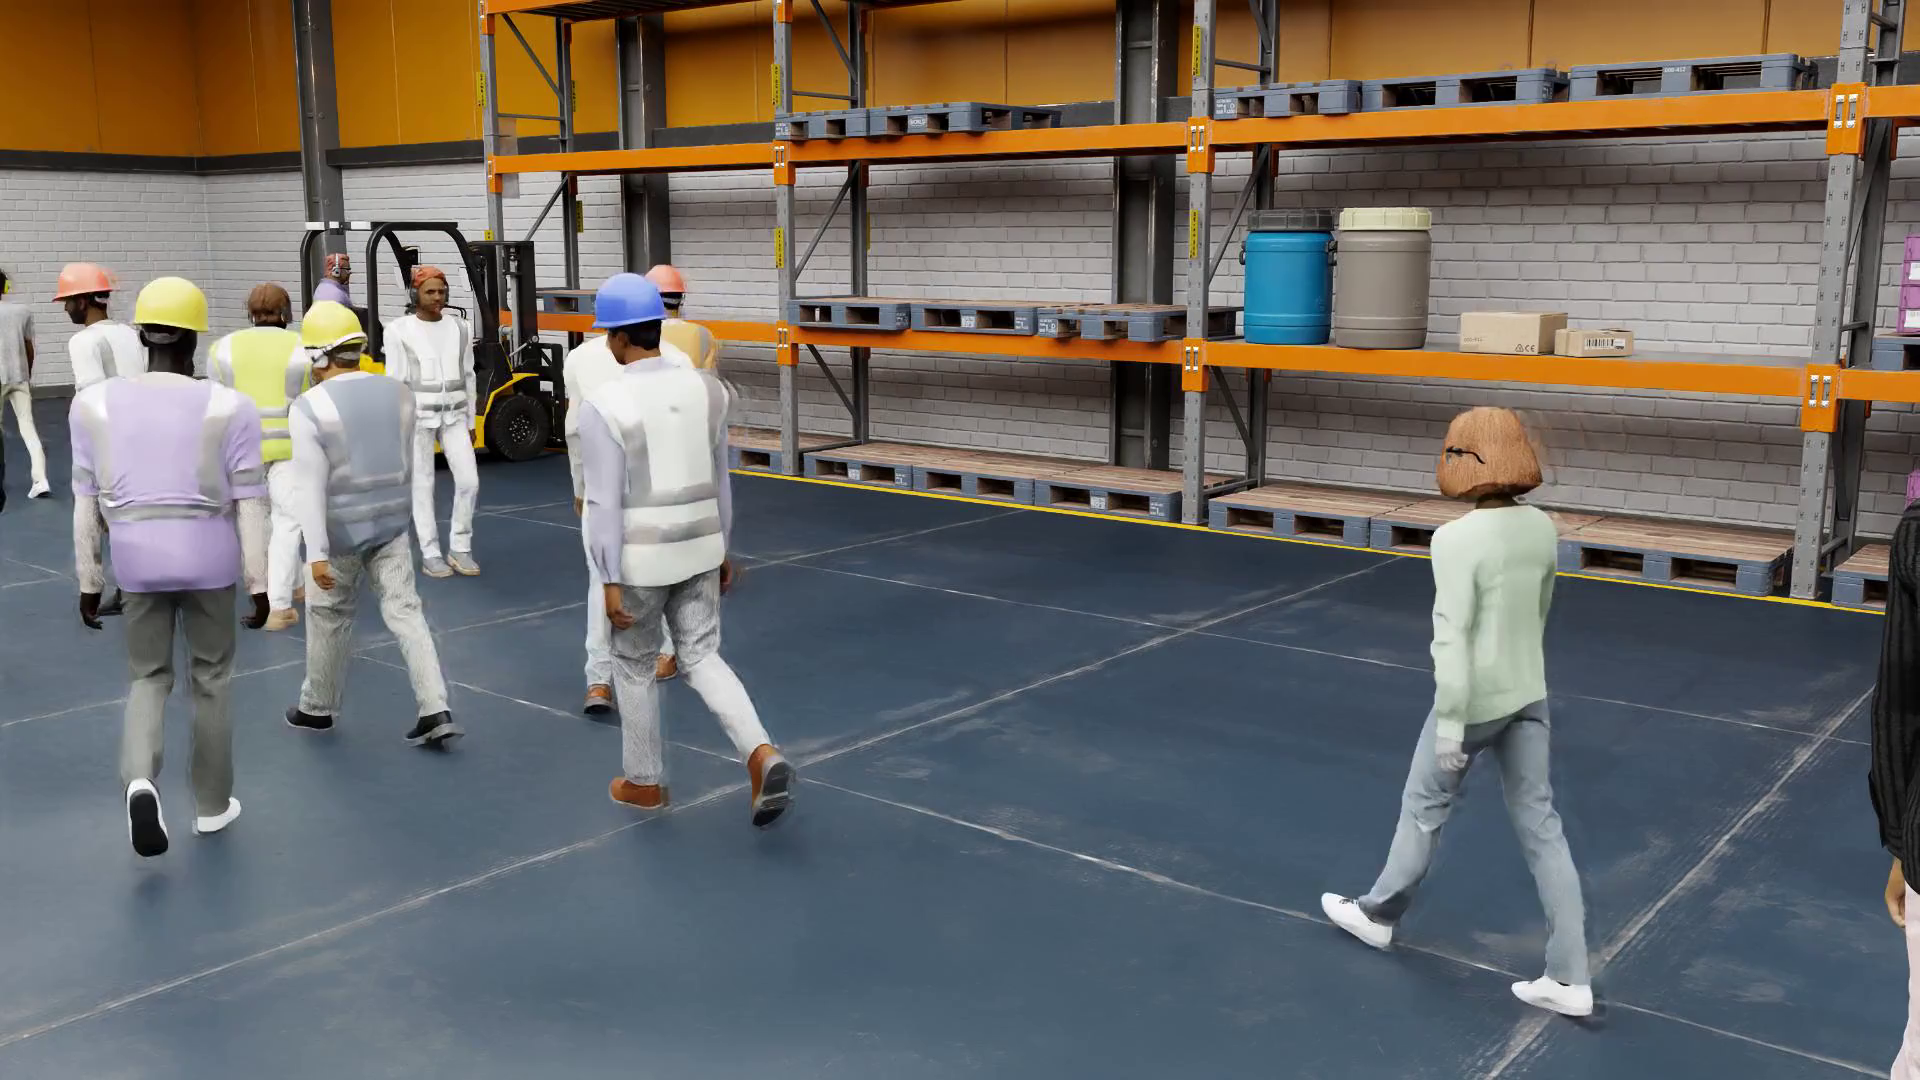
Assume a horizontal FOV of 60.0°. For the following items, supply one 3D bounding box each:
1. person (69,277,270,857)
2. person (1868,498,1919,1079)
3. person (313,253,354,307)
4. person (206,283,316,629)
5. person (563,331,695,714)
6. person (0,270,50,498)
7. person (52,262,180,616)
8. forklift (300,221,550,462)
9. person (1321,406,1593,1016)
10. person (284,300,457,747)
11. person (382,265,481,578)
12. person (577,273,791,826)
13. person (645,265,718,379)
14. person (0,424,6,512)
[{"bbox_3d":[-2.587,0.103,5.455,0.617,1.906,0.648,-2,10,-12],"label":"person"},{"bbox_3d":[1.744,0.557,2.667,0.379,1.996,0.611,-3,11,-18],"label":"person"},{"bbox_3d":[-5.829,-1.738,15.664,0.403,1.900,0.636,-6,12,-30],"label":"person"},{"bbox_3d":[-3.613,-0.472,8.928,0.653,1.787,0.957,0,10,-2],"label":"person"},{"bbox_3d":[-1.429,-0.212,7.293,0.647,1.884,0.981,2,10,10],"label":"person"},{"bbox_3d":[-7.518,-1.239,13.124,0.963,1.834,0.501,9,14,41],"label":"person"},{"bbox_3d":[-4.405,-0.512,8.829,0.685,1.911,0.561,1,10,6],"label":"person"},{"bbox_3d":[-4.922,-1.741,14.854,1.214,2.155,2.313,8,13,38],"label":"forklift"},{"bbox_3d":[1.405,0.432,4.492,0.519,1.583,0.876,-7,12,-33],"label":"person"},{"bbox_3d":[-2.385,-0.056,6.639,0.909,1.796,0.593,8,13,36],"label":"person"},{"bbox_3d":[-3.103,-0.683,9.881,0.600,1.865,0.558,-9,13,-39],"label":"person"},{"bbox_3d":[-0.965,0.063,5.637,0.624,1.915,0.804,-10,14,-43],"label":"person"},{"bbox_3d":[-1.637,-0.644,9.644,0.550,1.896,0.979,-8,13,-38],"label":"person"},{"bbox_3d":[-4.835,-0.254,7.670,0.890,1.801,0.640,3,11,19],"label":"person"}]
